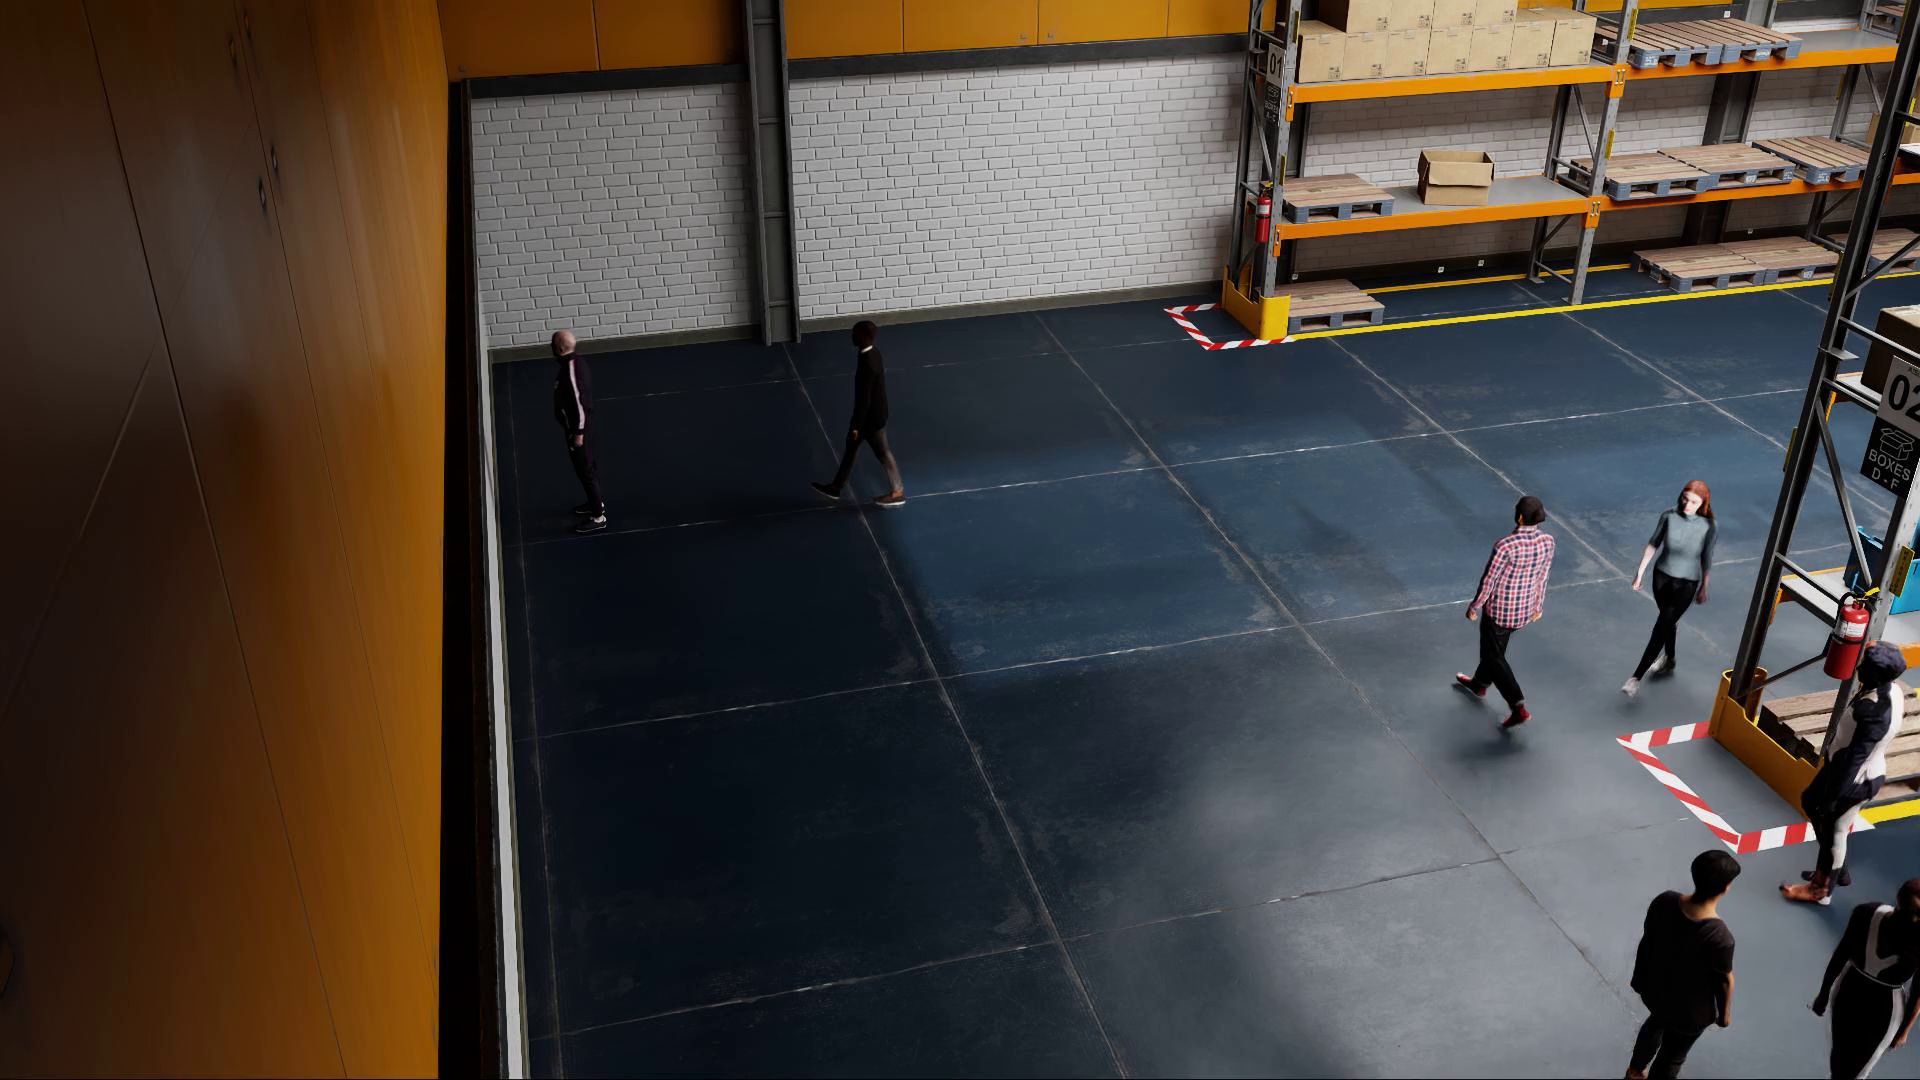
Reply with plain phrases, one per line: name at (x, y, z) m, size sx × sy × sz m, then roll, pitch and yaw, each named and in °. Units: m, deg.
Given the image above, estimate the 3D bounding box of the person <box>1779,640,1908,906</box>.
person at (5.434, 1.446, 9.997) m, size 0.881 × 1.884 × 0.822 m, roll 16°, pitch 32°, yaw 26°

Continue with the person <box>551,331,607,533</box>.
person at (-3.303, -0.969, 14.475) m, size 0.579 × 1.833 × 0.690 m, roll -5°, pitch 29°, yaw -10°

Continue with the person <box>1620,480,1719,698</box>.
person at (5.317, 0.309, 12.271) m, size 1.167 × 1.701 × 0.931 m, roll -21°, pitch 35°, yaw -34°

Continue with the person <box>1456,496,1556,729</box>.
person at (3.937, 0.515, 11.838) m, size 1.077 × 1.754 × 0.922 m, roll -15°, pitch 32°, yaw -26°

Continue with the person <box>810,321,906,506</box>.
person at (-0.703, -1.083, 14.755) m, size 1.144 × 1.766 × 0.826 m, roll -2°, pitch 29°, yaw -3°

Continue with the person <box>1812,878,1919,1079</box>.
person at (4.547, 2.396, 8.369) m, size 0.936 × 1.773 × 0.786 m, roll -14°, pitch 31°, yaw -23°

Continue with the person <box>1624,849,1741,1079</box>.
person at (3.655, 2.334, 8.554) m, size 0.638 × 1.705 × 0.673 m, roll -13°, pitch 31°, yaw -22°
